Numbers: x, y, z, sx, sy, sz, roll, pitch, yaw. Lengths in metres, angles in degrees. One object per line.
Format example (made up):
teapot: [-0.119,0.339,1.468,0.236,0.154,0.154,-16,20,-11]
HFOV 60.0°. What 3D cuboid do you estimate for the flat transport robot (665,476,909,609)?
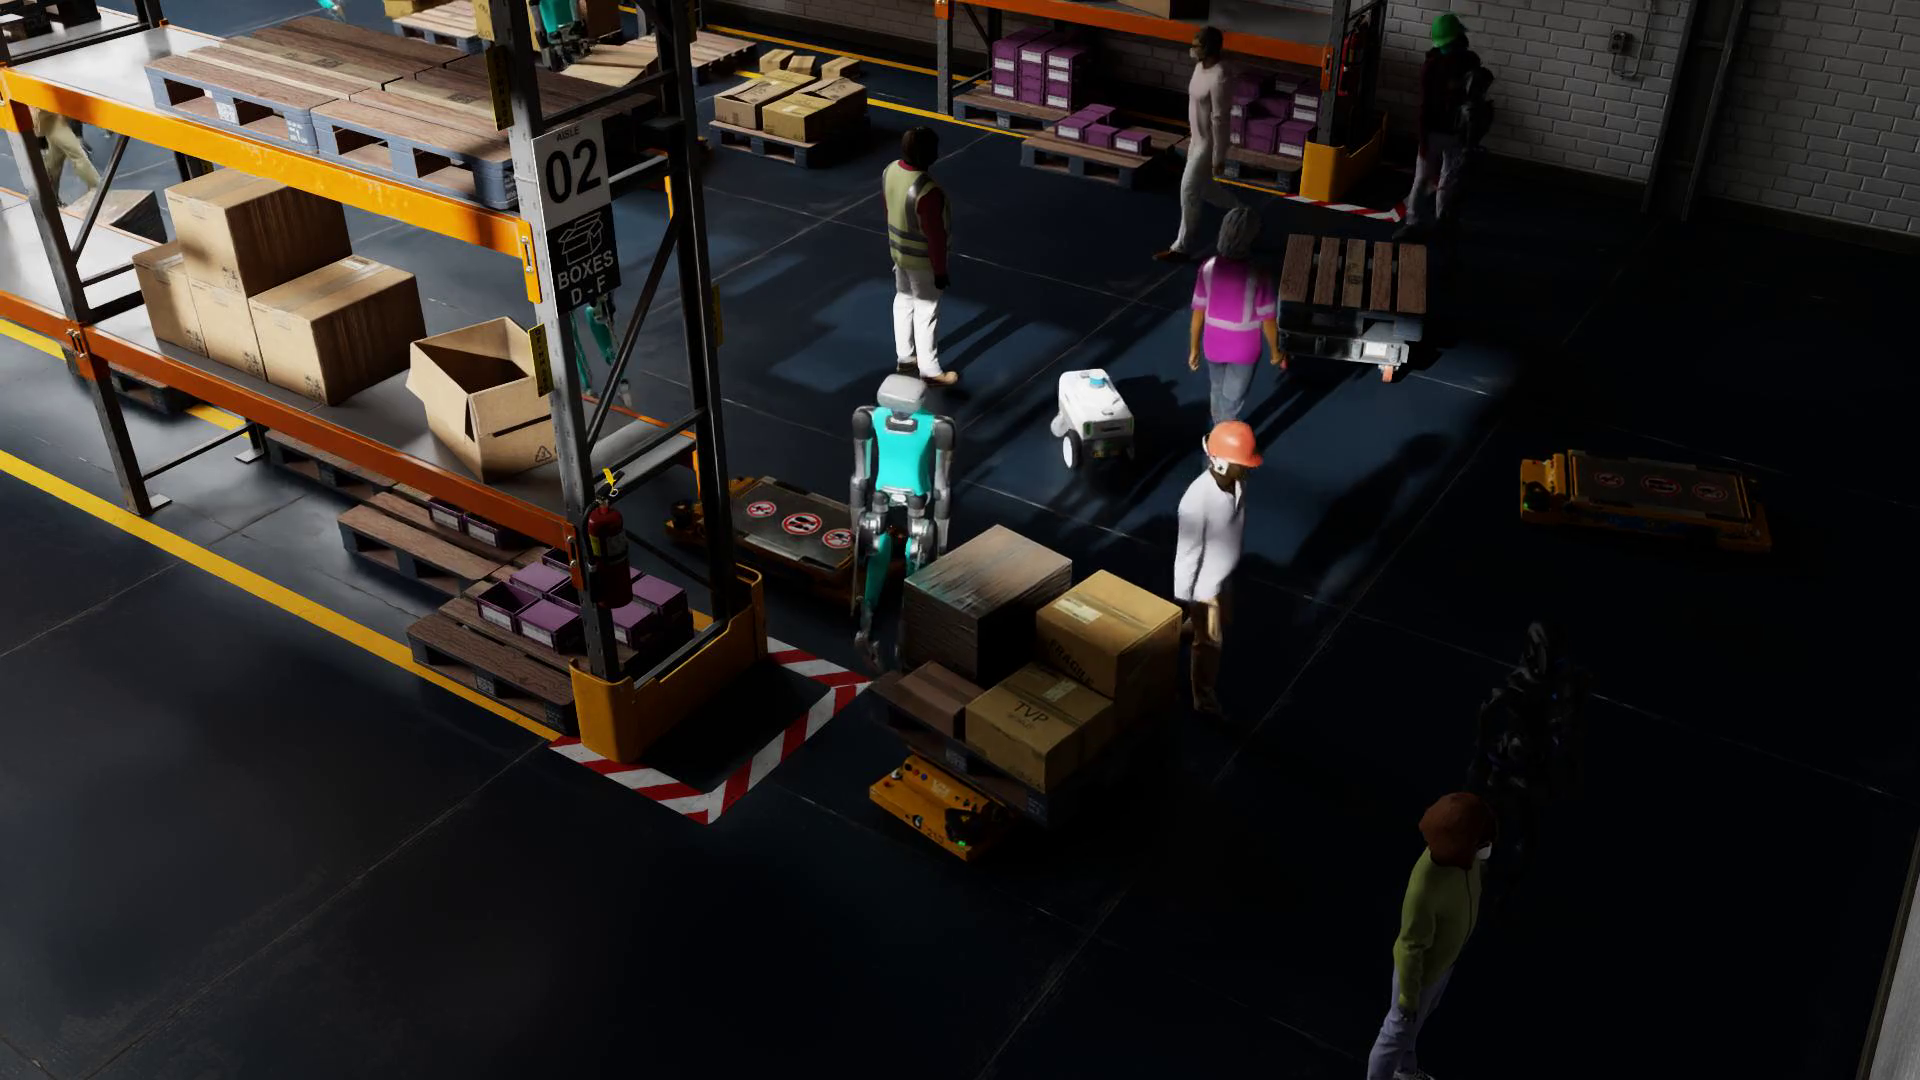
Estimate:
flat transport robot: [-1.006,-0.028,9.916,1.431,0.231,0.659,20,38,28]

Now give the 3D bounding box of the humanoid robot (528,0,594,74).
humanoid robot: [-3.474,-4.314,15.191,0.798,1.799,0.541,25,41,33]

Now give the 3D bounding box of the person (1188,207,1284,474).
person: [1.719,-1.215,10.326,0.535,1.811,0.818,20,38,28]

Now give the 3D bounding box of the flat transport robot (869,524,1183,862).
flat transport robot: [0.280,1.029,8.292,0.659,0.231,1.431,27,42,35]

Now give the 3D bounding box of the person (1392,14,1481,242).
person: [3.996,-3.329,13.501,0.694,1.907,0.398,-5,33,-8]

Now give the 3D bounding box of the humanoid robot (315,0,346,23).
humanoid robot: [-6.790,-5.962,17.736,1.018,1.769,0.558,14,36,21]

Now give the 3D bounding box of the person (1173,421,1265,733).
person: [1.213,0.143,8.315,0.608,1.730,0.577,19,38,26]

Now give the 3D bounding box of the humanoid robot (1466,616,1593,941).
humanoid robot: [2.370,0.975,7.094,0.607,1.645,0.477,-11,35,-17]

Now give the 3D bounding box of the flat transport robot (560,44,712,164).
flat transport robot: [-3.089,-3.595,15.398,1.431,0.231,0.659,7,34,10]

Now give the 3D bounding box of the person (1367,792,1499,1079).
person: [1.757,1.572,6.203,0.273,1.632,0.507,22,39,30]

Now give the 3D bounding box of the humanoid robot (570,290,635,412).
humanoid robot: [-2.306,-1.326,10.619,0.549,1.842,0.865,-22,39,-30]

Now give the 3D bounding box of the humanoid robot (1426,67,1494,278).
humanoid robot: [3.910,-2.874,12.990,0.351,1.650,0.611,9,34,14]

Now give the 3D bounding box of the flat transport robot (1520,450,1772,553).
flat transport robot: [4.212,-0.251,10.259,1.431,0.231,0.659,9,34,13]

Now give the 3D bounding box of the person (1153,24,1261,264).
person: [2.024,-3.126,13.180,0.837,1.911,0.627,-4,33,-6]

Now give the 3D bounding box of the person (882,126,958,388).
person: [-0.263,-1.936,11.407,0.429,1.843,0.626,-20,38,-28]

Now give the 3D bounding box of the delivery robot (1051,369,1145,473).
delivery robot: [0.889,-0.789,10.839,0.504,0.611,0.783,-6,34,-10]

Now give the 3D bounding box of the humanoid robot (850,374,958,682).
humanoid robot: [-0.332,0.108,8.407,0.545,1.834,0.715,6,34,10]

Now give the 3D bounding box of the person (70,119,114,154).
person: [-8.264,-4.488,15.439,0.725,1.722,0.854,-10,34,-14]

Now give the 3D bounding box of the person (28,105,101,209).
person: [-7.546,-3.549,14.008,0.896,1.702,0.560,-4,33,-6]
